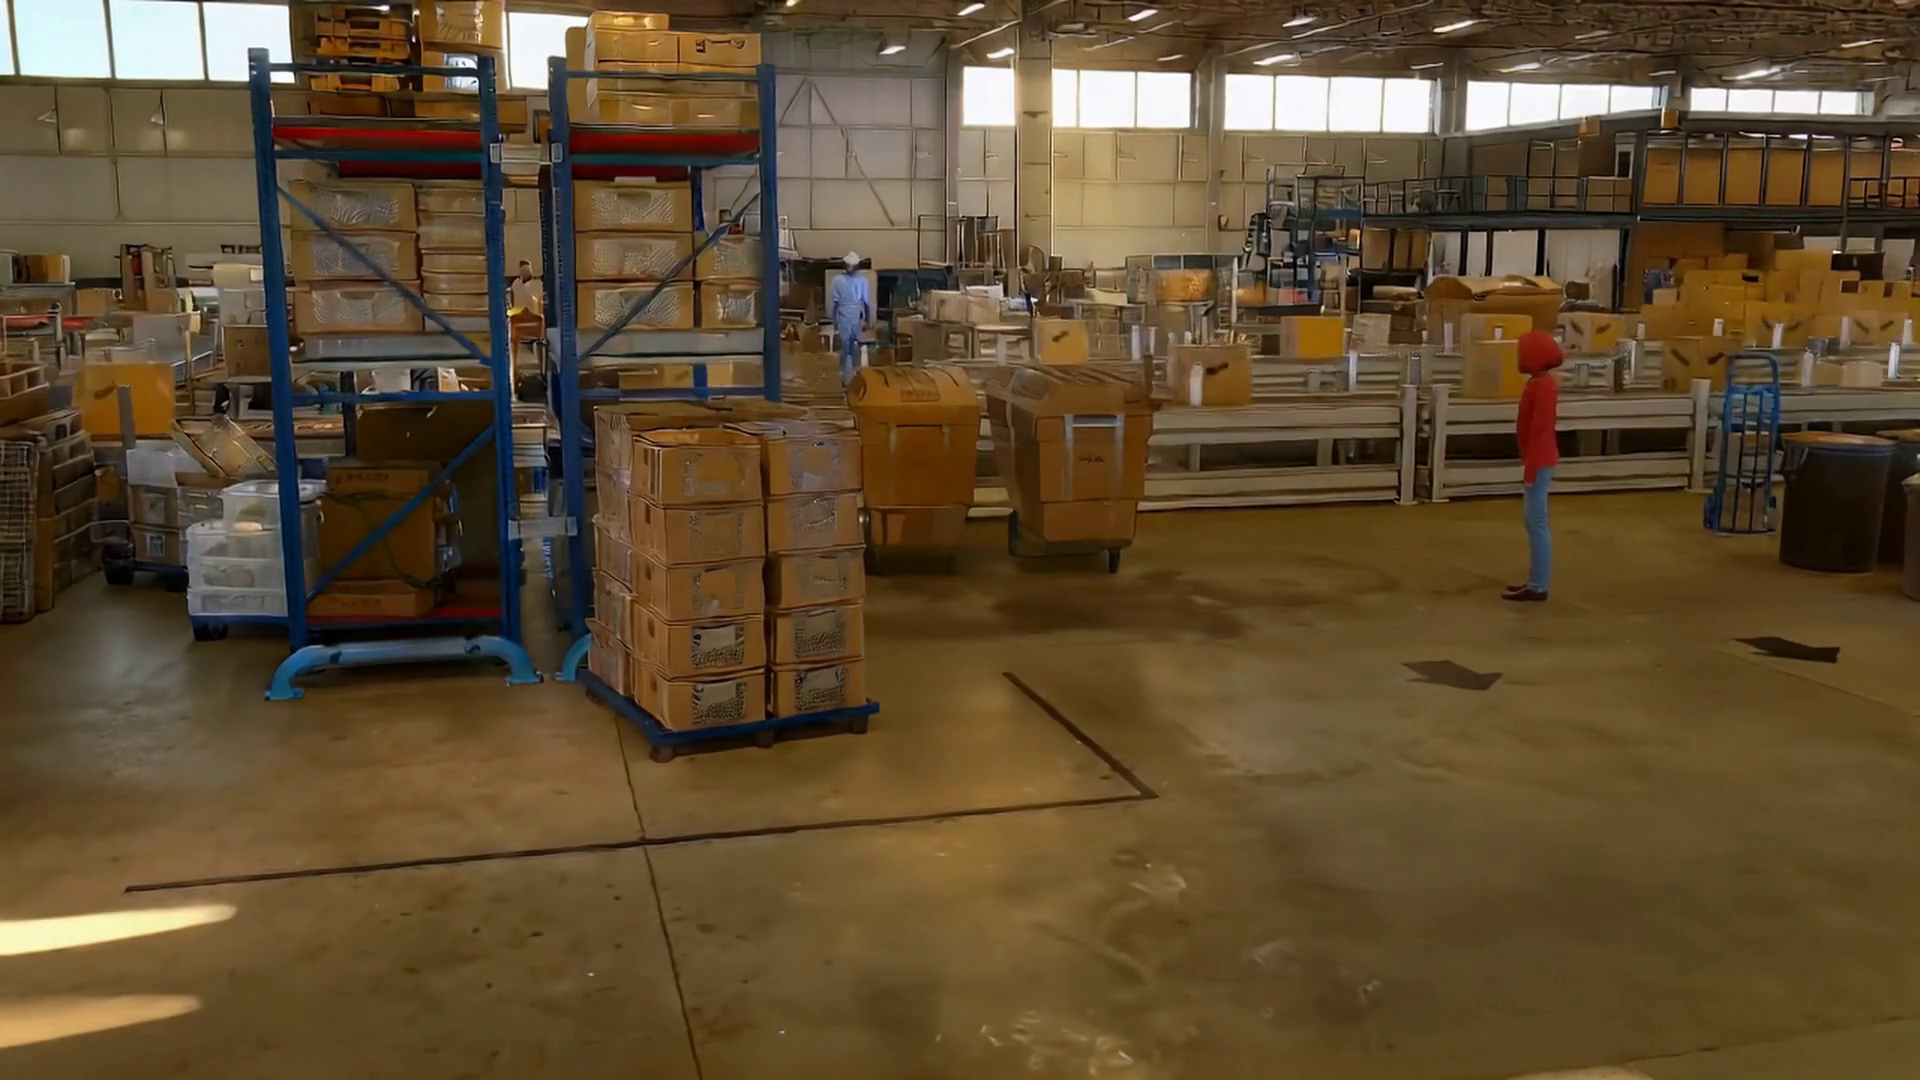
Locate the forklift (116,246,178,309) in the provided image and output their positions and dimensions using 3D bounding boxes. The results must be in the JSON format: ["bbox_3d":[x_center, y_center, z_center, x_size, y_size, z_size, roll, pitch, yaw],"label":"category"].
[{"bbox_3d":[-19.966,-6.232,40.894,1.157,1.987,2.680,-3,10,-15],"label":"forklift"}]

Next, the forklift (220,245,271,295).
[{"bbox_3d":[-17.749,-6.334,41.440,1.157,1.987,2.680,-3,10,-17],"label":"forklift"}]

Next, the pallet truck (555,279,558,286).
[{"bbox_3d":[-10.604,-6.375,44.520,0.653,1.274,1.630,-3,10,-15],"label":"pallet truck"}]

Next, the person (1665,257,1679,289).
[{"bbox_3d":[20.407,-7.232,47.911,0.662,1.824,0.534,6,12,33],"label":"person"}]

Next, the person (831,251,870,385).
[{"bbox_3d":[-1.668,-3.407,25.608,0.615,2.043,0.372,-5,11,-27],"label":"person"}]

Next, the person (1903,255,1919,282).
[{"bbox_3d":[25.746,-6.722,44.844,0.961,1.876,0.601,5,11,25],"label":"person"}]

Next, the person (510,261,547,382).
[{"bbox_3d":[-6.811,-3.443,26.241,0.635,1.900,0.404,2,10,14],"label":"person"}]

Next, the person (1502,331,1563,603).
[{"bbox_3d":[3.442,-0.436,9.979,0.281,1.624,0.493,3,11,18],"label":"person"}]

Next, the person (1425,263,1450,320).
[{"bbox_3d":[9.210,-4.393,31.848,0.630,1.809,0.666,1,10,4],"label":"person"}]
